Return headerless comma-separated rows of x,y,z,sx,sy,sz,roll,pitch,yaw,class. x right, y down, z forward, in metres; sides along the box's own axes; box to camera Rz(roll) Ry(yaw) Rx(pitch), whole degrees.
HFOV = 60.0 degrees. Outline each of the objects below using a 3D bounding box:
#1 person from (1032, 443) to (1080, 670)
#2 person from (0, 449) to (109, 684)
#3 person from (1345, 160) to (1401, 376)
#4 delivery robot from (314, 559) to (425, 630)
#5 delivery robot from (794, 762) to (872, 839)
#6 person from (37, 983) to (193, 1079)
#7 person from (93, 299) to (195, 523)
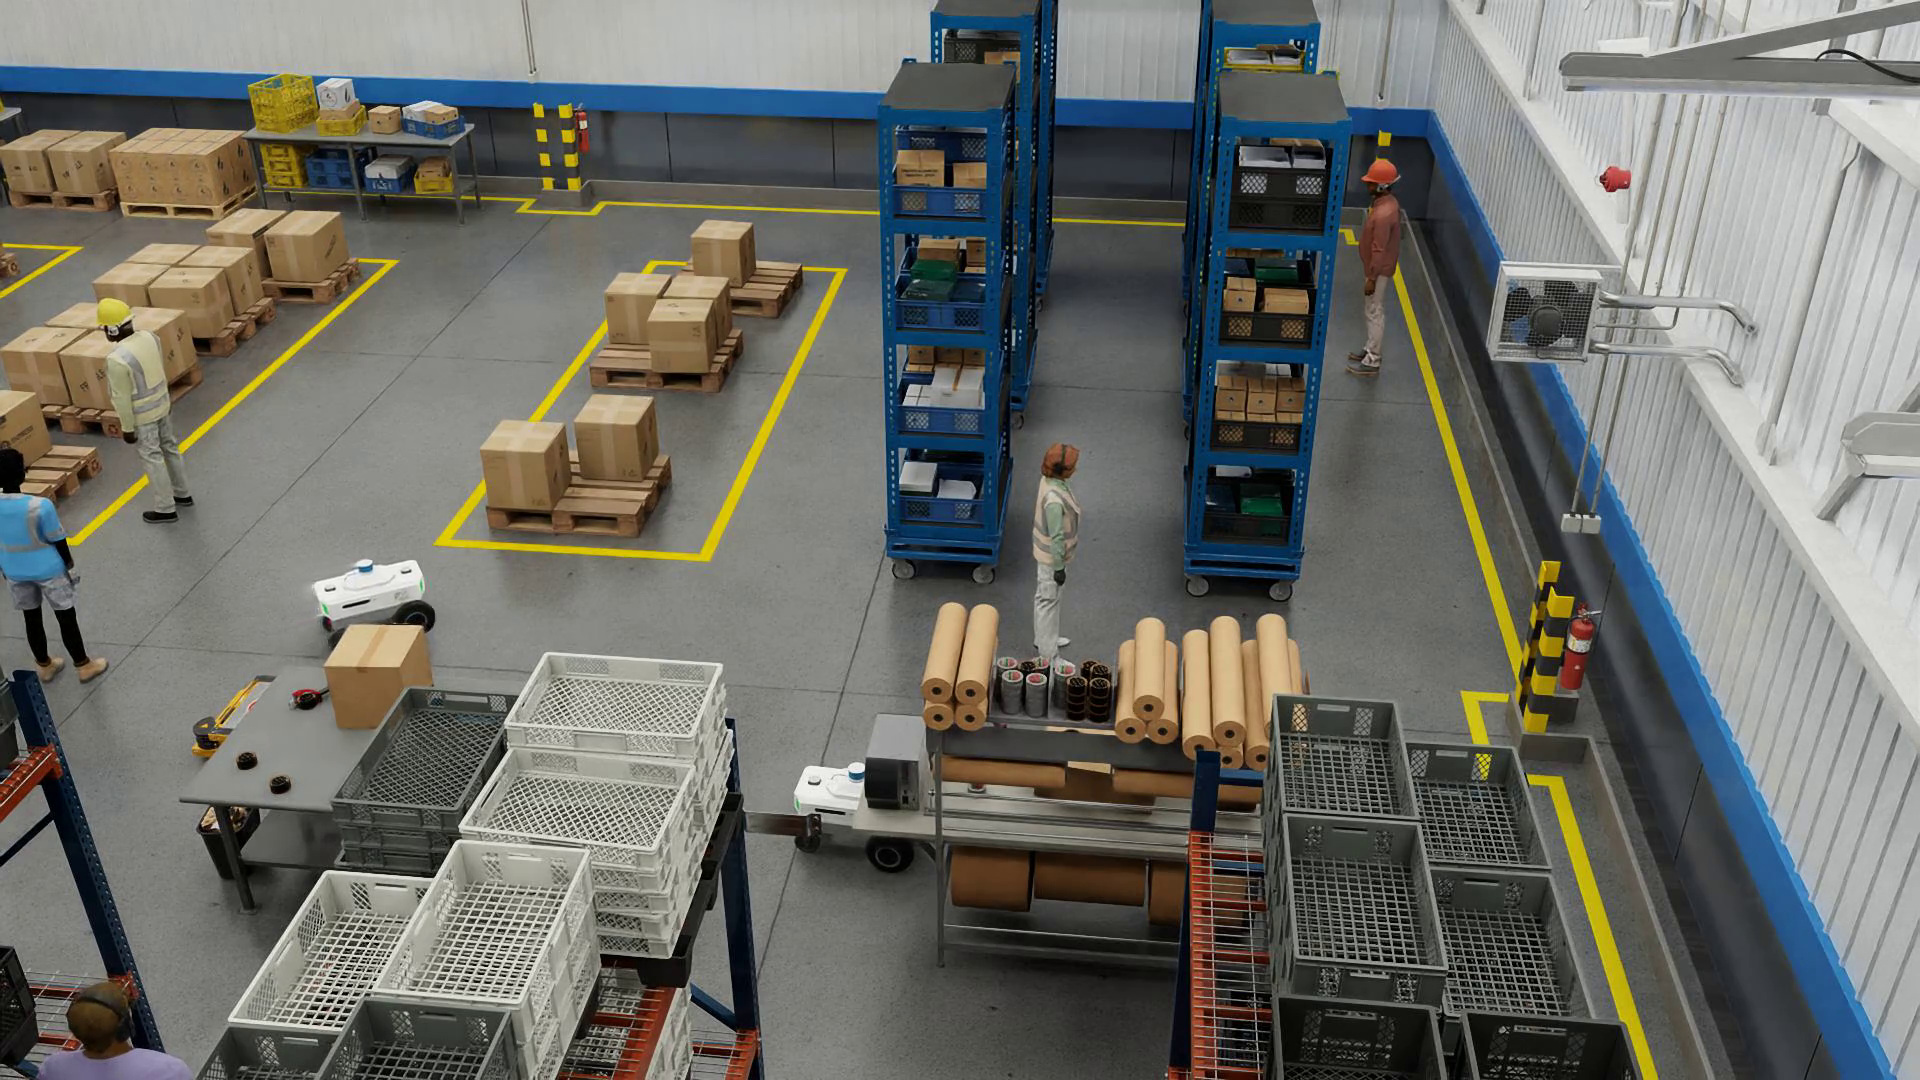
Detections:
0.633,0.100,11.124,0.308,1.639,0.510,-1,30,-2,person
-6.059,0.185,10.919,0.539,1.695,0.319,2,30,3,person
3.797,-2.505,15.263,0.409,1.986,0.618,8,31,13,person
-4.129,0.365,11.650,0.707,0.478,0.477,-15,33,-23,delivery robot
-0.595,1.514,9.675,0.707,0.478,0.477,6,31,10,delivery robot
-3.226,2.521,6.671,0.631,1.940,0.372,1,30,2,person
-6.308,-1.001,12.836,0.403,1.825,0.589,3,30,6,person
